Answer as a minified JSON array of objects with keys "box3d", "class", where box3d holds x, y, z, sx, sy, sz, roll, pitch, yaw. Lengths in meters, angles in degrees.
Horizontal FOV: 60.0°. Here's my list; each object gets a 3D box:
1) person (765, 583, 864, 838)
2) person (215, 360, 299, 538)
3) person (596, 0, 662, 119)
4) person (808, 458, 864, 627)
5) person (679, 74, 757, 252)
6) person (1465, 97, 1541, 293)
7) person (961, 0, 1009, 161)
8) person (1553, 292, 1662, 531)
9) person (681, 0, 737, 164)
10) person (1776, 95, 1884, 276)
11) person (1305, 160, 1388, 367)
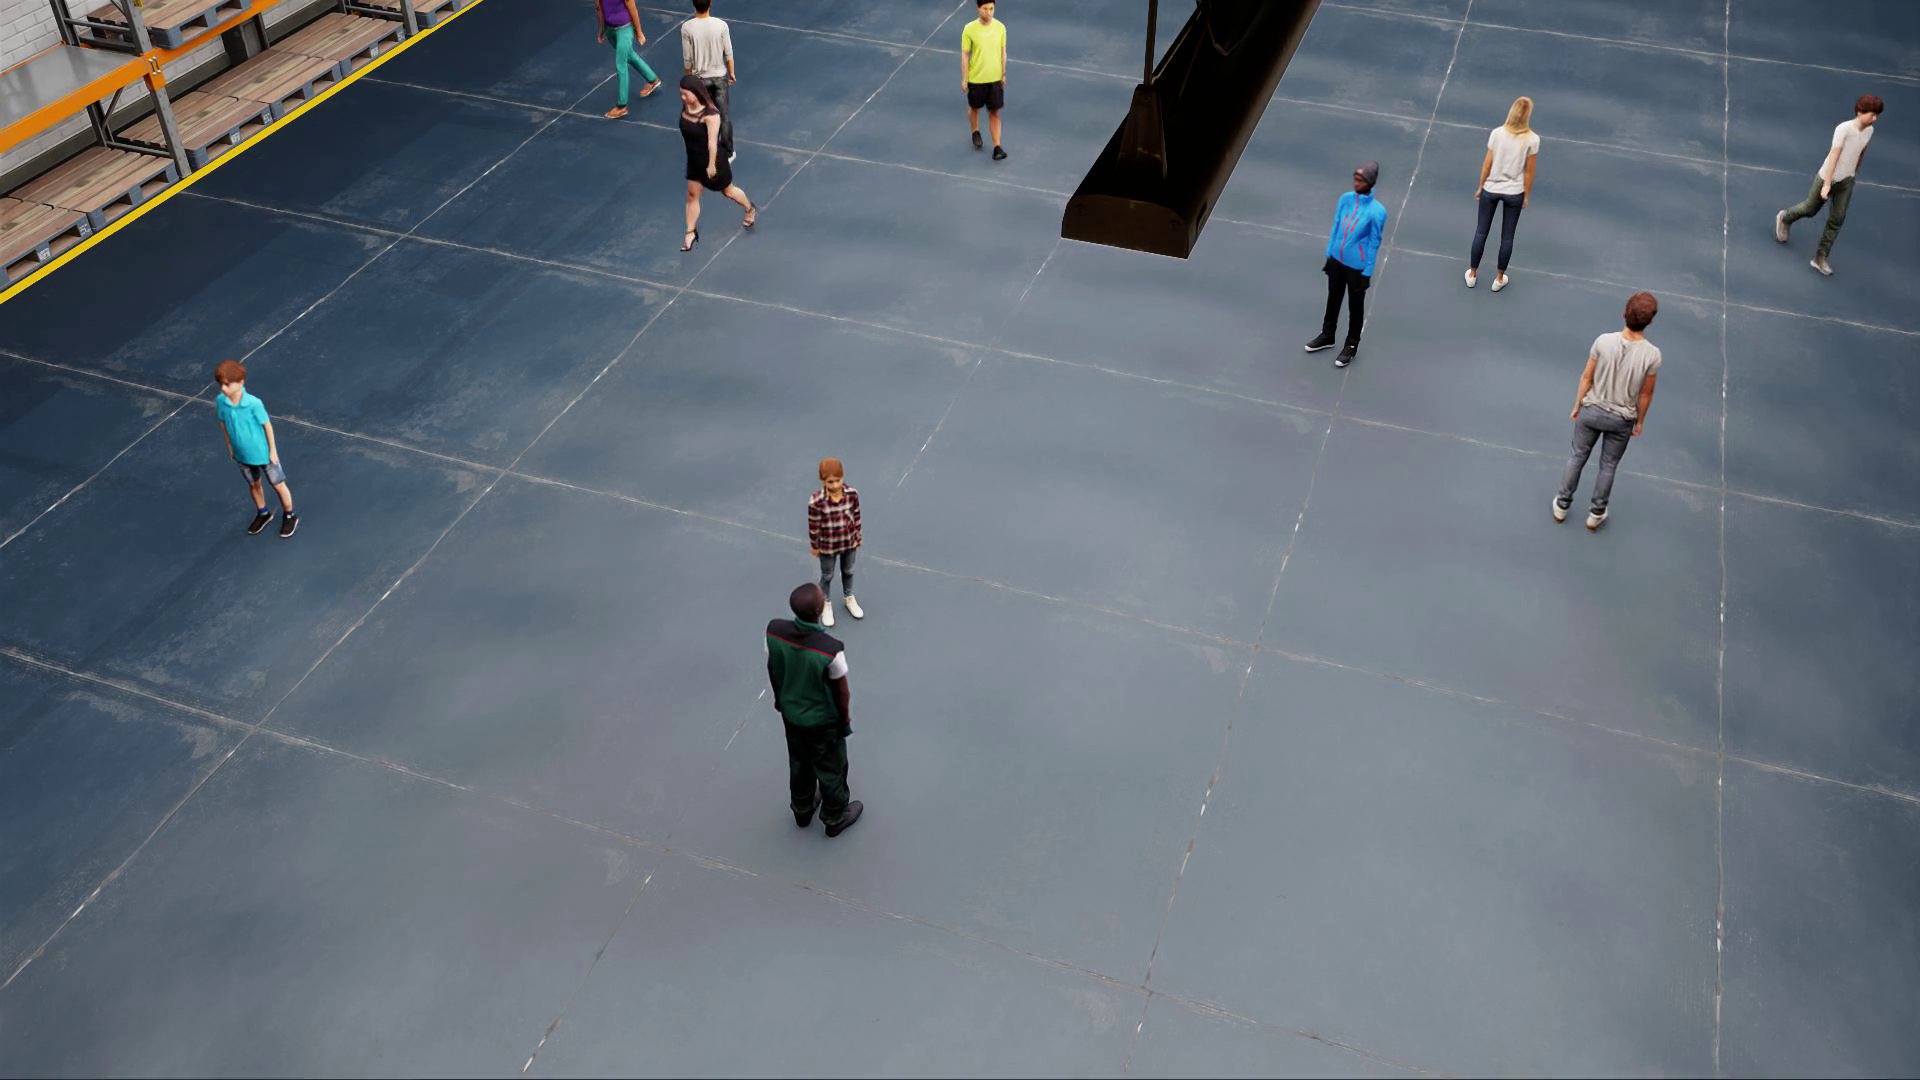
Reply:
[{"box3d":[-0.851,0.985,9.630,0.715,1.839,0.650,19,42,22],"class":"person"},{"box3d":[-5.106,-0.677,12.024,0.553,1.449,0.532,6,39,8],"class":"person"},{"box3d":[-3.565,-5.462,17.795,0.863,1.723,1.241,26,45,29],"class":"person"},{"box3d":[-0.844,-0.011,11.304,0.623,1.306,0.682,-16,41,-19],"class":"person"},{"box3d":[-2.257,-3.511,15.399,0.944,1.665,1.211,31,48,33],"class":"person"},{"box3d":[4.804,-3.060,14.719,0.611,1.809,0.484,14,41,16],"class":"person"},{"box3d":[0.215,-4.763,16.963,0.986,1.670,1.143,-7,39,-9],"class":"person"},{"box3d":[4.663,-0.915,11.964,0.665,1.894,0.574,17,42,20],"class":"person"},{"box3d":[-2.515,-4.645,16.702,0.736,1.812,0.733,-7,39,-9],"class":"person"},{"box3d":[7.919,-3.303,15.169,0.943,1.627,1.163,-6,39,-7],"class":"person"},{"box3d":[3.256,-2.308,13.791,0.694,1.792,0.693,-30,47,-32],"class":"person"}]
